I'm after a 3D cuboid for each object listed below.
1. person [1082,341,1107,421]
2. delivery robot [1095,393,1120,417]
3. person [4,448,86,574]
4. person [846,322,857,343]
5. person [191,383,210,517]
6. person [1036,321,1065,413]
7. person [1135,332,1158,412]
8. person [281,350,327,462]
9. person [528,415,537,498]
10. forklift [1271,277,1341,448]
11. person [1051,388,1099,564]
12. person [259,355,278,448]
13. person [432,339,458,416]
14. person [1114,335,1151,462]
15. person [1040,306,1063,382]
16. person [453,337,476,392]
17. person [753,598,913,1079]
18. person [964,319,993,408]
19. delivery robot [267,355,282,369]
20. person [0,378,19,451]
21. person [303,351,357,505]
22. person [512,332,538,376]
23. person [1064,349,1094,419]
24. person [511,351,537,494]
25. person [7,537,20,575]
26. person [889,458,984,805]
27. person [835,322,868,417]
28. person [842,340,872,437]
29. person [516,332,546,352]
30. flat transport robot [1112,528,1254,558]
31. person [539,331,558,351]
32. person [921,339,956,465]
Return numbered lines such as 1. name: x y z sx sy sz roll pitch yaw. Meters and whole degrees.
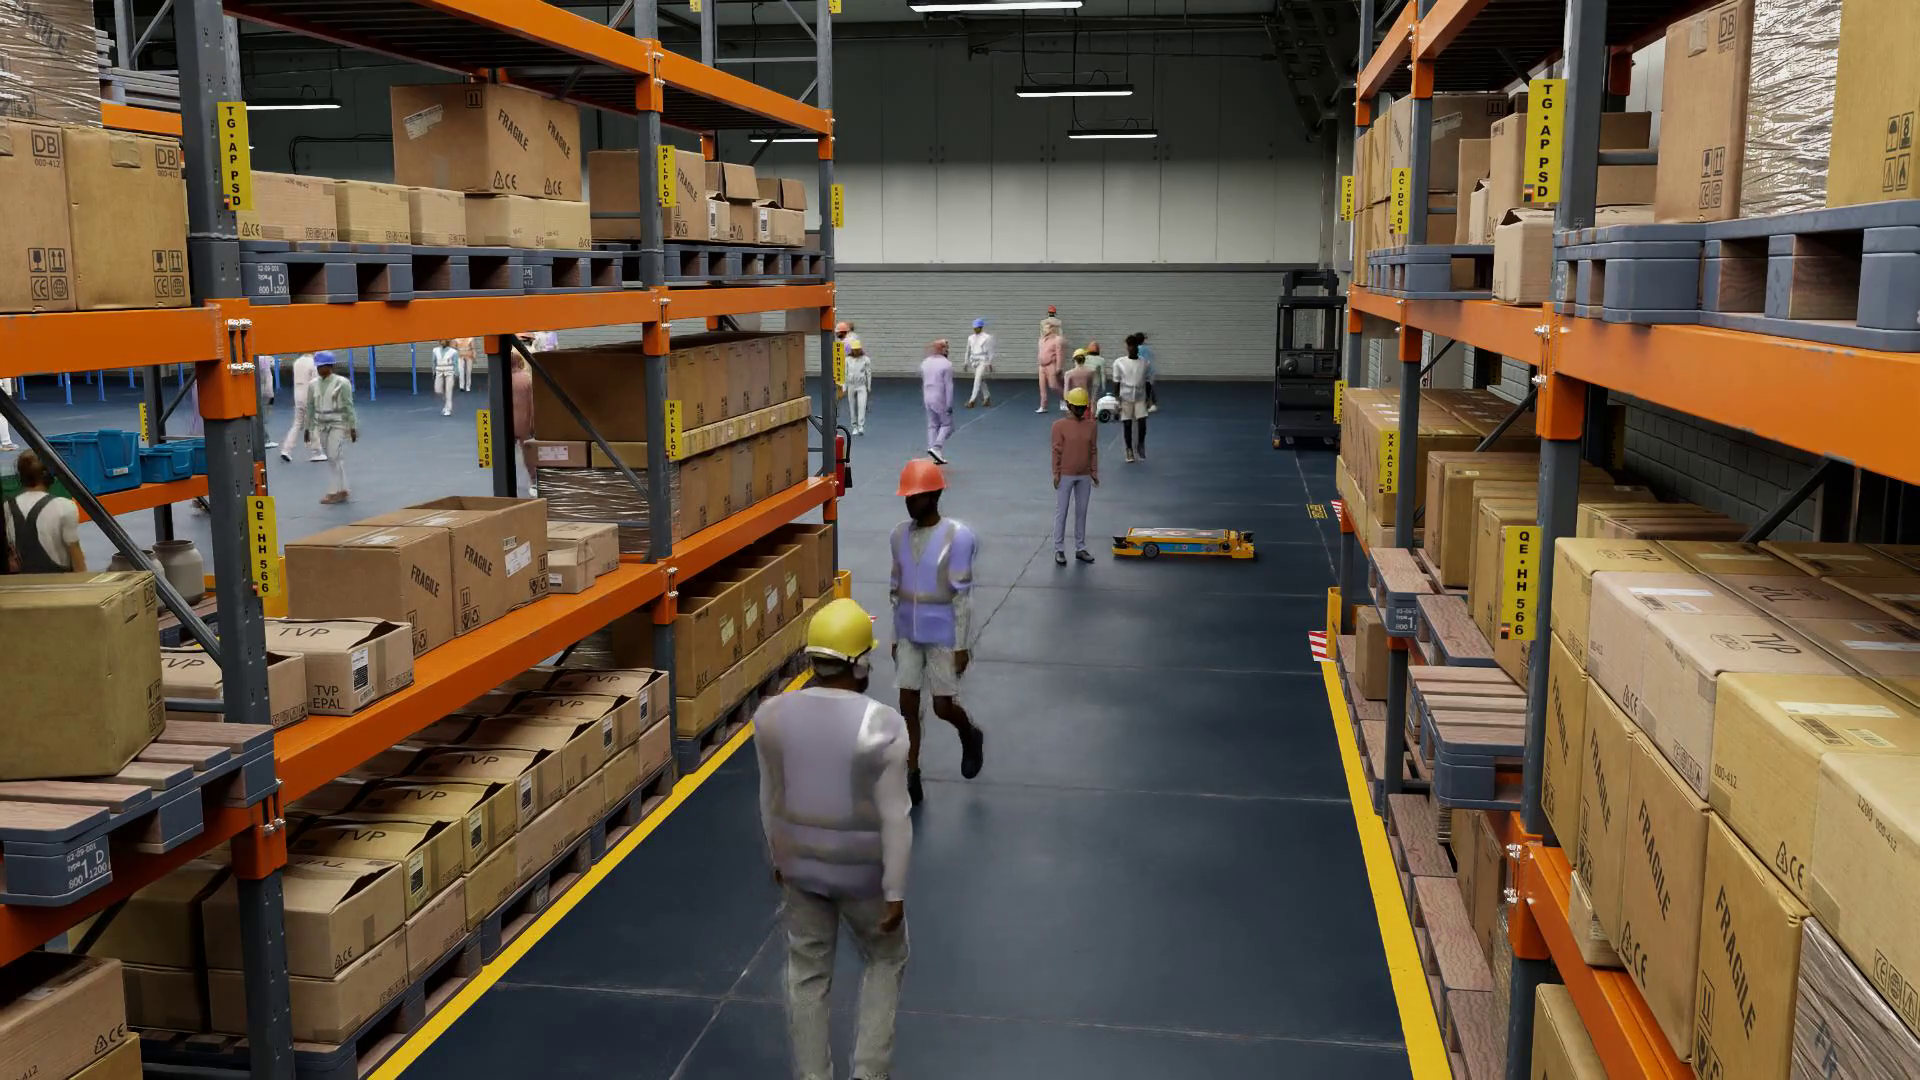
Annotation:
1. person: 2.446 -2.846 30.653 0.538 1.615 0.472 3 10 18
2. delivery robot: 2.897 -2.621 32.395 0.707 0.478 0.477 -5 10 -27
3. person: -5.706 0.341 10.360 0.525 1.834 0.616 1 9 6
4. person: -2.728 -4.687 42.031 0.558 1.621 0.523 -8 12 -42
5. person: -8.926 -1.223 19.831 0.425 1.899 0.730 -8 12 -40
6. person: 1.877 -3.566 34.289 0.645 1.890 0.654 -8 12 -42
7. person: 3.735 -3.480 34.486 0.547 1.643 0.912 -9 13 -44
8. person: -10.075 -2.124 25.511 0.664 1.863 0.715 6 11 33
9. person: -5.047 -1.294 20.512 1.007 1.808 0.504 6 11 31
10. forklift: 5.847 -3.016 27.970 1.129 2.768 1.873 1 9 9
11. person: 1.162 -0.650 16.699 0.523 1.760 0.324 -4 10 -25
12. person: -11.539 -2.438 27.286 0.590 1.906 0.679 4 10 26
13. person: -10.388 -3.323 33.566 0.545 1.623 0.380 0 9 3
14. person: 2.644 -2.158 25.416 0.595 1.943 0.515 0 9 -2
15. person: 2.428 -5.187 43.952 0.613 1.994 0.382 1 9 9
16. person: -11.901 -4.347 39.973 0.531 1.594 0.847 -3 10 -15
17. person: -0.415 1.100 5.688 0.589 1.819 0.460 3 10 18
18. person: 0.408 -3.825 35.865 0.634 1.899 1.012 7 12 39
19. delivery robot: -19.795 -5.084 47.585 0.707 0.478 0.477 1 9 9
20. person: -15.719 -2.401 27.111 0.576 1.883 0.354 1 9 9
21. person: -7.941 -1.394 20.771 0.656 1.914 0.836 3 10 18
22. person: -7.642 -2.781 29.415 0.576 1.885 0.895 2 10 14
23. person: 1.867 -2.129 25.975 0.511 1.712 0.917 -2 9 -12
24. person: -5.789 -1.543 21.872 0.673 1.855 0.960 1 9 4
25. person: -4.836 0.753 8.413 0.501 1.636 0.279 1 9 9
26. person: -0.140 0.496 9.140 0.564 1.918 0.673 6 11 32
27. person: -2.292 -3.440 33.493 0.959 1.901 0.546 -3 10 -19
28. person: -1.829 -2.682 29.423 0.505 1.692 0.916 0 9 3
29. person: -9.094 -3.793 35.454 0.656 1.982 1.091 2 9 10
30. flat transport robot: 2.319 0.022 17.257 1.431 0.197 0.652 1 9 9
31. person: -9.540 -4.178 38.309 0.576 1.812 0.903 -7 12 -39
32. person: -0.317 -2.076 25.078 0.434 1.891 0.659 -9 13 -44
